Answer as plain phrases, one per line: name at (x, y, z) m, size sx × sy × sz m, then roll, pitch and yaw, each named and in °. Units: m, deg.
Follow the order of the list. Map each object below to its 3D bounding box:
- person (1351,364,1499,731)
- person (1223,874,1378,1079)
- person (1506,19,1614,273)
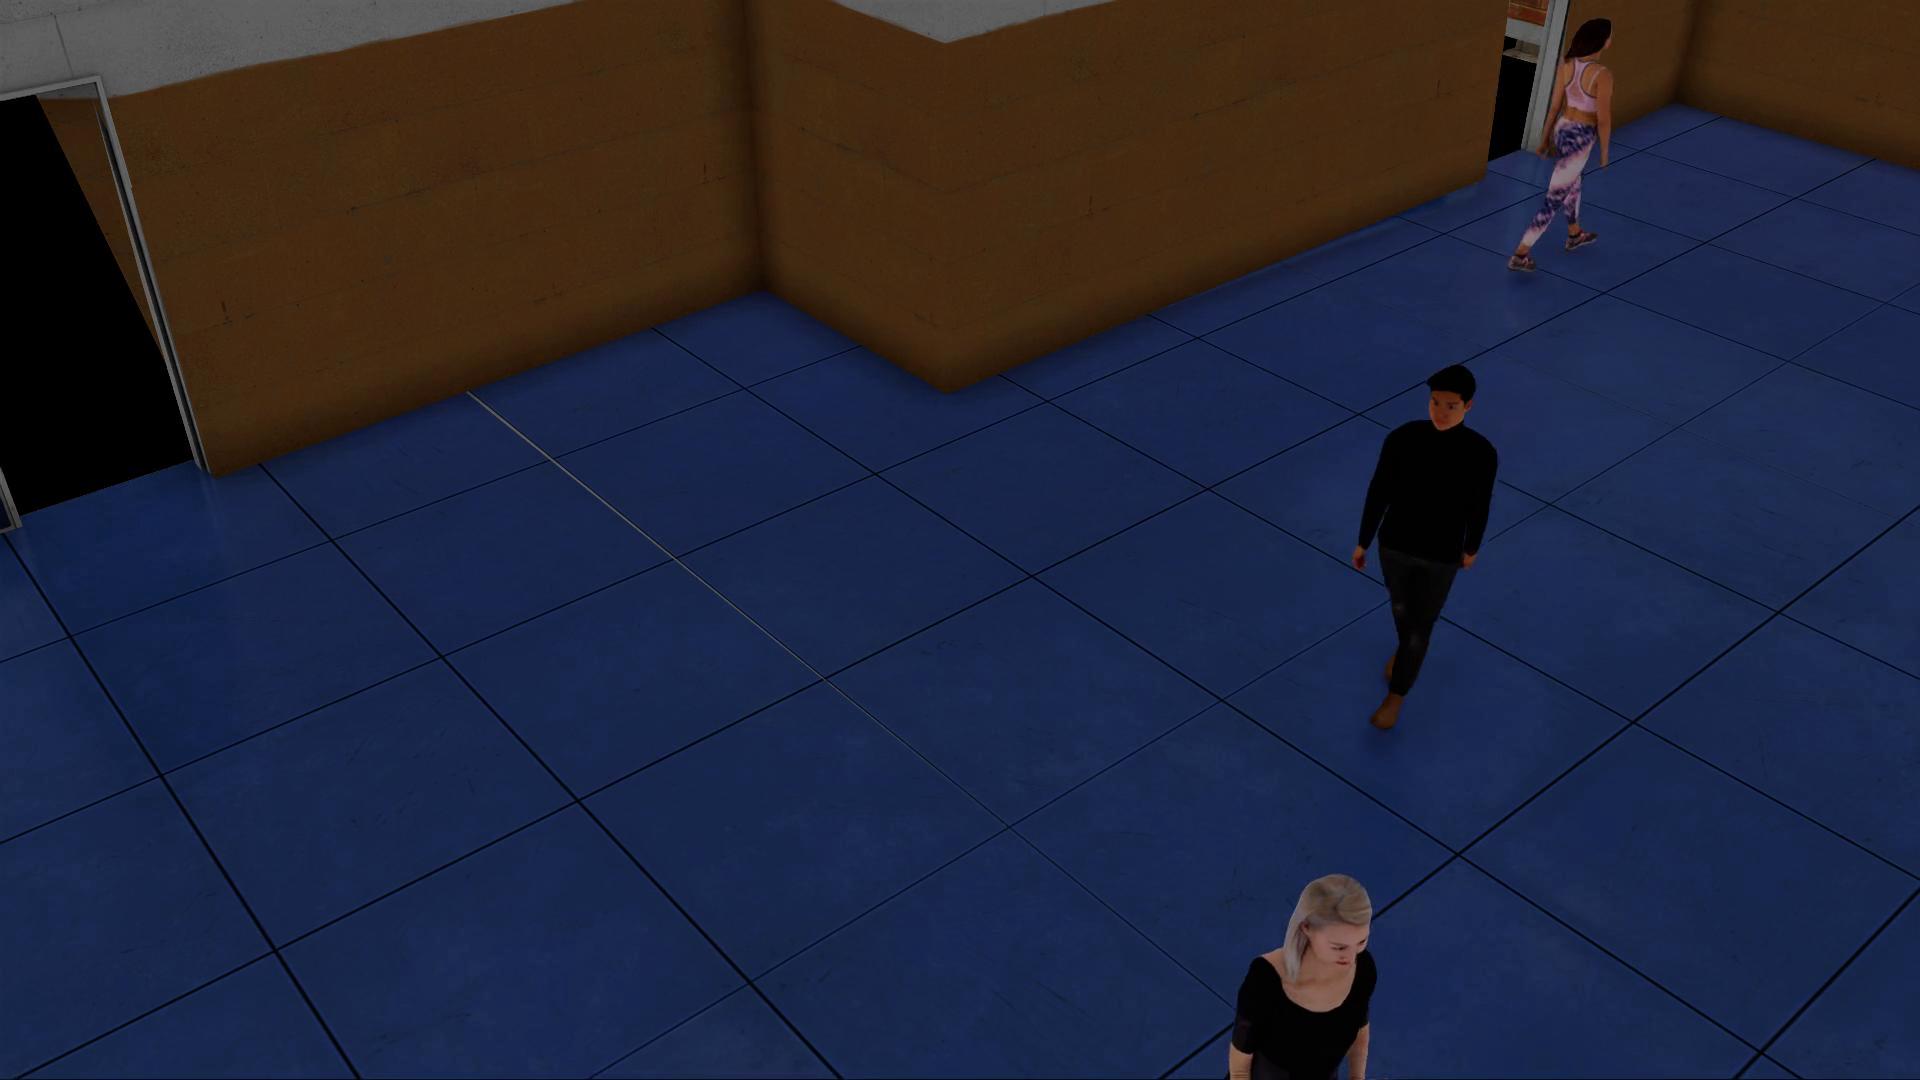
person at (2.091, -0.039, 7.465) m, size 1.037 × 1.692 × 0.897 m, roll 20°, pitch 38°, yaw 27°
person at (0.965, 1.634, 4.843) m, size 0.954 × 1.810 × 0.907 m, roll -10°, pitch 35°, yaw -15°
person at (4.114, -2.633, 11.341) m, size 0.813 × 1.717 × 1.185 m, roll -18°, pitch 37°, yaw -24°
